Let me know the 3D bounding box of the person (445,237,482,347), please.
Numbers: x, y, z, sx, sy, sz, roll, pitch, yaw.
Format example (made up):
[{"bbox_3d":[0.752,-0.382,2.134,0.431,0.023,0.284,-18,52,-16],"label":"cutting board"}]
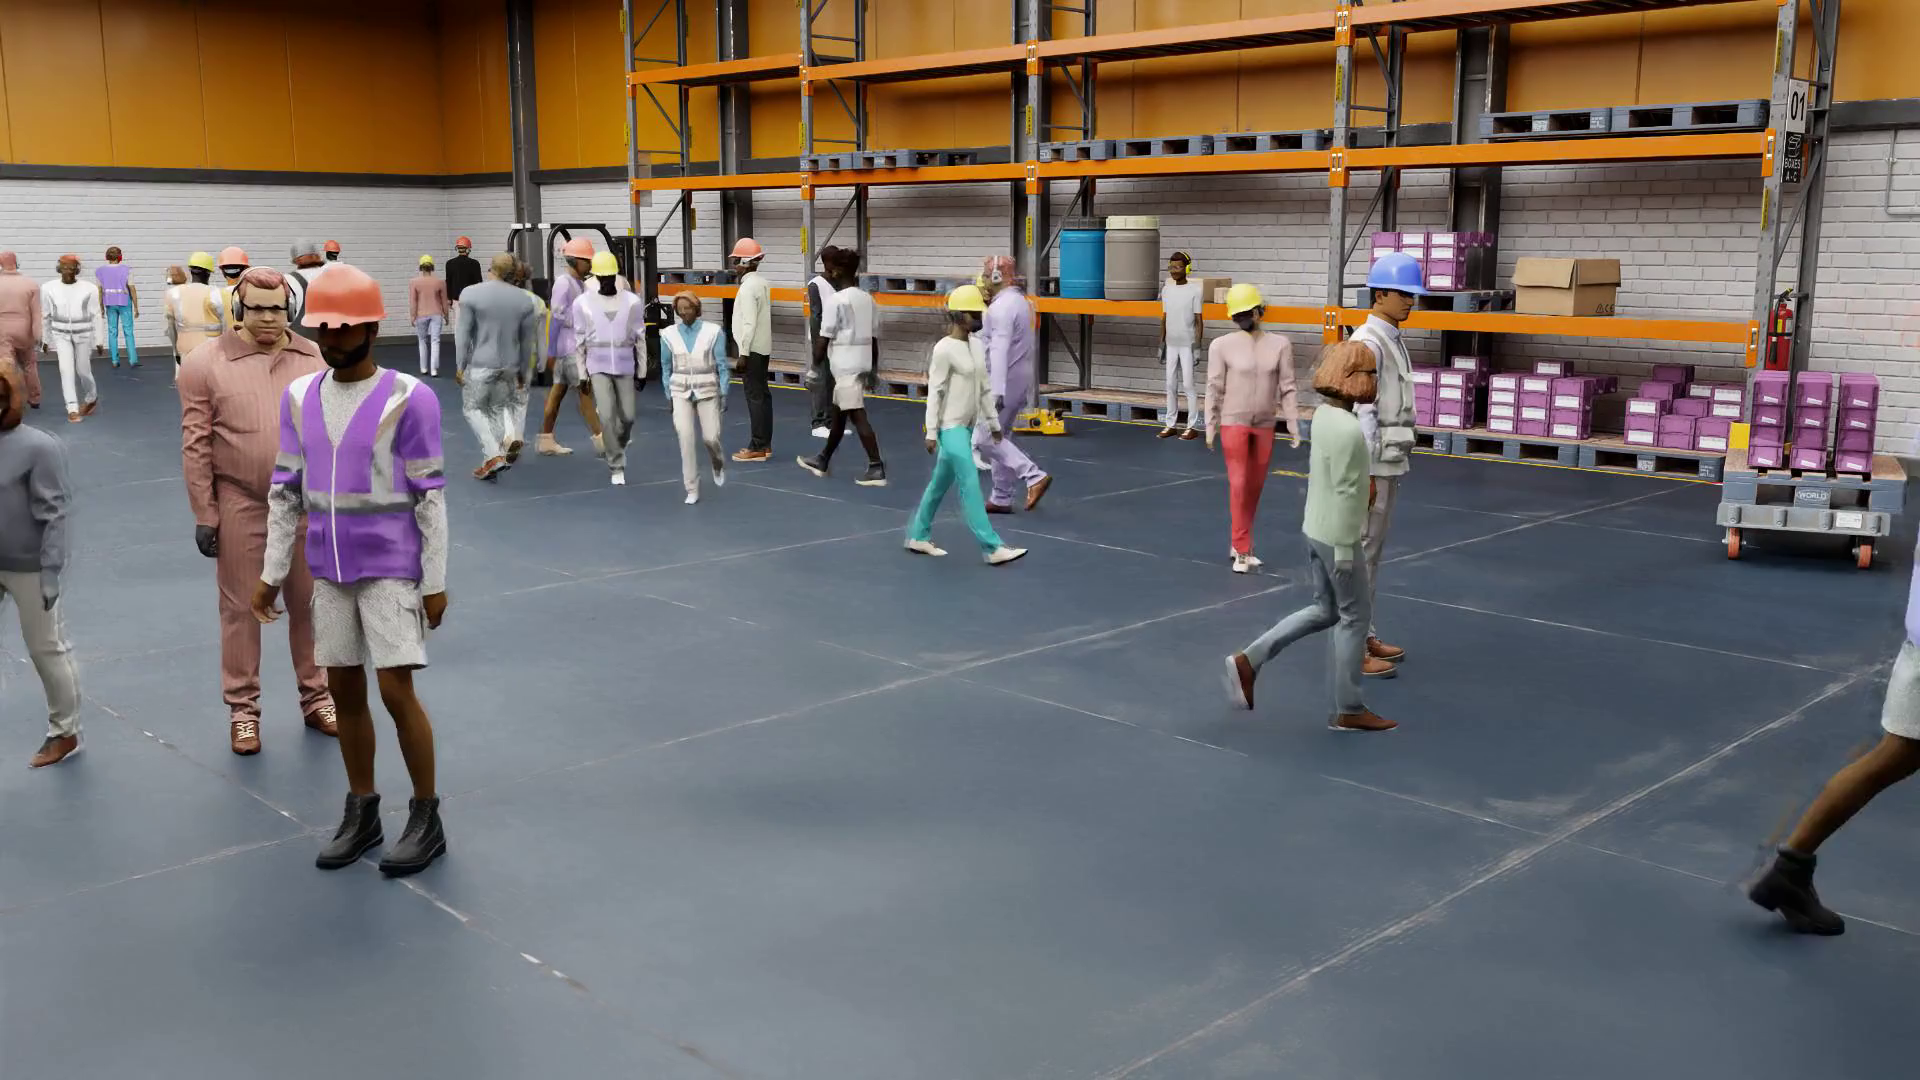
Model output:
[{"bbox_3d":[-8.149,-3.991,27.435,0.624,1.990,0.396,1,10,7],"label":"person"}]

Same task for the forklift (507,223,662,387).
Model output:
[{"bbox_3d":[-5.316,-3.263,22.920,2.313,2.155,1.214,-10,14,-44],"label":"forklift"}]

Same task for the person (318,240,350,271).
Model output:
[{"bbox_3d":[-10.050,-3.846,26.783,0.552,1.942,0.343,-10,14,-43],"label":"person"}]

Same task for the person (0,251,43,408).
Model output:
[{"bbox_3d":[-10.855,-2.372,19.065,0.629,1.835,1.055,-6,12,-28],"label":"person"}]

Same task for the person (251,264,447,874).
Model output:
[{"bbox_3d":[-1.936,0.099,5.314,0.565,1.932,0.427,3,11,15],"label":"person"}]

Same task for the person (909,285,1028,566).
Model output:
[{"bbox_3d":[0.034,-0.705,10.285,0.918,1.717,0.540,5,12,25],"label":"person"}]

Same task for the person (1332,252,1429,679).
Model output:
[{"bbox_3d":[1.933,-0.349,7.709,0.402,1.943,0.608,5,11,24],"label":"person"}]

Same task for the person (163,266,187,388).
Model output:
[{"bbox_3d":[-10.390,-2.810,22.009,0.532,1.609,0.644,8,13,38],"label":"person"}]

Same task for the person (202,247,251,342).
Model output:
[{"bbox_3d":[-5.790,-1.390,13.431,0.542,1.929,0.374,-6,12,-30],"label":"person"}]

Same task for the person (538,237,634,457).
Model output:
[{"bbox_3d":[-3.436,-1.741,15.159,0.983,1.992,0.625,0,10,-3],"label":"person"}]

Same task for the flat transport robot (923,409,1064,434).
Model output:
[{"bbox_3d":[0.356,-1.234,17.100,1.431,0.197,0.652,1,10,4],"label":"flat transport robot"}]

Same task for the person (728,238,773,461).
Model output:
[{"bbox_3d":[-1.877,-1.704,14.959,0.379,1.996,0.609,1,10,8],"label":"person"}]

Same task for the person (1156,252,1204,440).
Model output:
[{"bbox_3d":[2.190,-1.921,16.525,0.514,1.861,0.321,10,14,43],"label":"person"}]

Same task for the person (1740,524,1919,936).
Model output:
[{"bbox_3d":[2.759,0.251,4.608,1.010,1.893,0.555,2,11,10],"label":"person"}]

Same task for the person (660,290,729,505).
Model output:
[{"bbox_3d":[-2.011,-1.103,12.696,0.523,1.616,0.582,0,10,0],"label":"person"}]

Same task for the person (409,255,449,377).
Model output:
[{"bbox_3d":[-7.645,-3.222,23.960,0.543,1.720,0.888,-4,11,-20],"label":"person"}]

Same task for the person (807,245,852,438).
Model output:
[{"bbox_3d":[-1.327,-2.003,16.800,0.395,1.919,0.590,6,12,29],"label":"person"}]

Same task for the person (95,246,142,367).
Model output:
[{"bbox_3d":[-12.939,-3.574,25.557,0.563,1.847,0.388,-2,11,-9],"label":"person"}]

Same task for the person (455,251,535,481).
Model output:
[{"bbox_3d":[-3.839,-1.416,13.665,0.661,1.892,0.477,-10,14,-42],"label":"person"}]

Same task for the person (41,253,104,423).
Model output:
[{"bbox_3d":[-9.752,-2.231,18.301,0.609,1.845,0.889,-5,11,-24],"label":"person"}]

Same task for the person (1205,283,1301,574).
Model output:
[{"bbox_3d":[1.765,-0.677,10.096,0.557,1.737,0.408,-2,11,-13],"label":"person"}]

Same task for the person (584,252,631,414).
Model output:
[{"bbox_3d":[-4.014,-2.323,18.774,0.447,1.832,0.651,9,14,42],"label":"person"}]

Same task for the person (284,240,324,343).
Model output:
[{"bbox_3d":[-6.357,-1.990,16.398,0.707,2.000,0.992,-4,11,-22],"label":"person"}]

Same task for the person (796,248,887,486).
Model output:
[{"bbox_3d":[-0.969,-1.416,13.610,1.004,1.910,0.607,6,12,28],"label":"person"}]

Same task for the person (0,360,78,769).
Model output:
[{"bbox_3d":[-3.537,0.129,6.060,0.534,1.585,0.840,0,10,3],"label":"person"}]

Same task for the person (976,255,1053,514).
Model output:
[{"bbox_3d":[0.359,-1.101,11.971,0.523,1.884,0.658,2,11,11],"label":"person"}]

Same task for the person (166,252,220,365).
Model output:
[{"bbox_3d":[-7.324,-1.838,16.066,0.582,1.864,1.011,-5,11,-24],"label":"person"}]

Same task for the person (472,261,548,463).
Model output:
[{"bbox_3d":[-3.943,-1.542,14.605,0.640,1.803,0.696,-5,12,-25],"label":"person"}]

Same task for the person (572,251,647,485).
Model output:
[{"bbox_3d":[-2.882,-1.424,13.702,0.589,1.902,0.667,-4,11,-19],"label":"person"}]

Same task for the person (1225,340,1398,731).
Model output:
[{"bbox_3d":[1.462,-0.005,6.758,0.627,1.614,0.499,0,10,-2],"label":"person"}]

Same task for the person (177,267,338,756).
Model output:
[{"bbox_3d":[-2.709,-0.120,6.587,0.639,1.902,0.407,-9,13,-39],"label":"person"}]

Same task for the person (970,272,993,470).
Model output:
[{"bbox_3d":[0.216,-1.440,14.235,0.386,1.728,0.496,0,10,-2],"label":"person"}]
